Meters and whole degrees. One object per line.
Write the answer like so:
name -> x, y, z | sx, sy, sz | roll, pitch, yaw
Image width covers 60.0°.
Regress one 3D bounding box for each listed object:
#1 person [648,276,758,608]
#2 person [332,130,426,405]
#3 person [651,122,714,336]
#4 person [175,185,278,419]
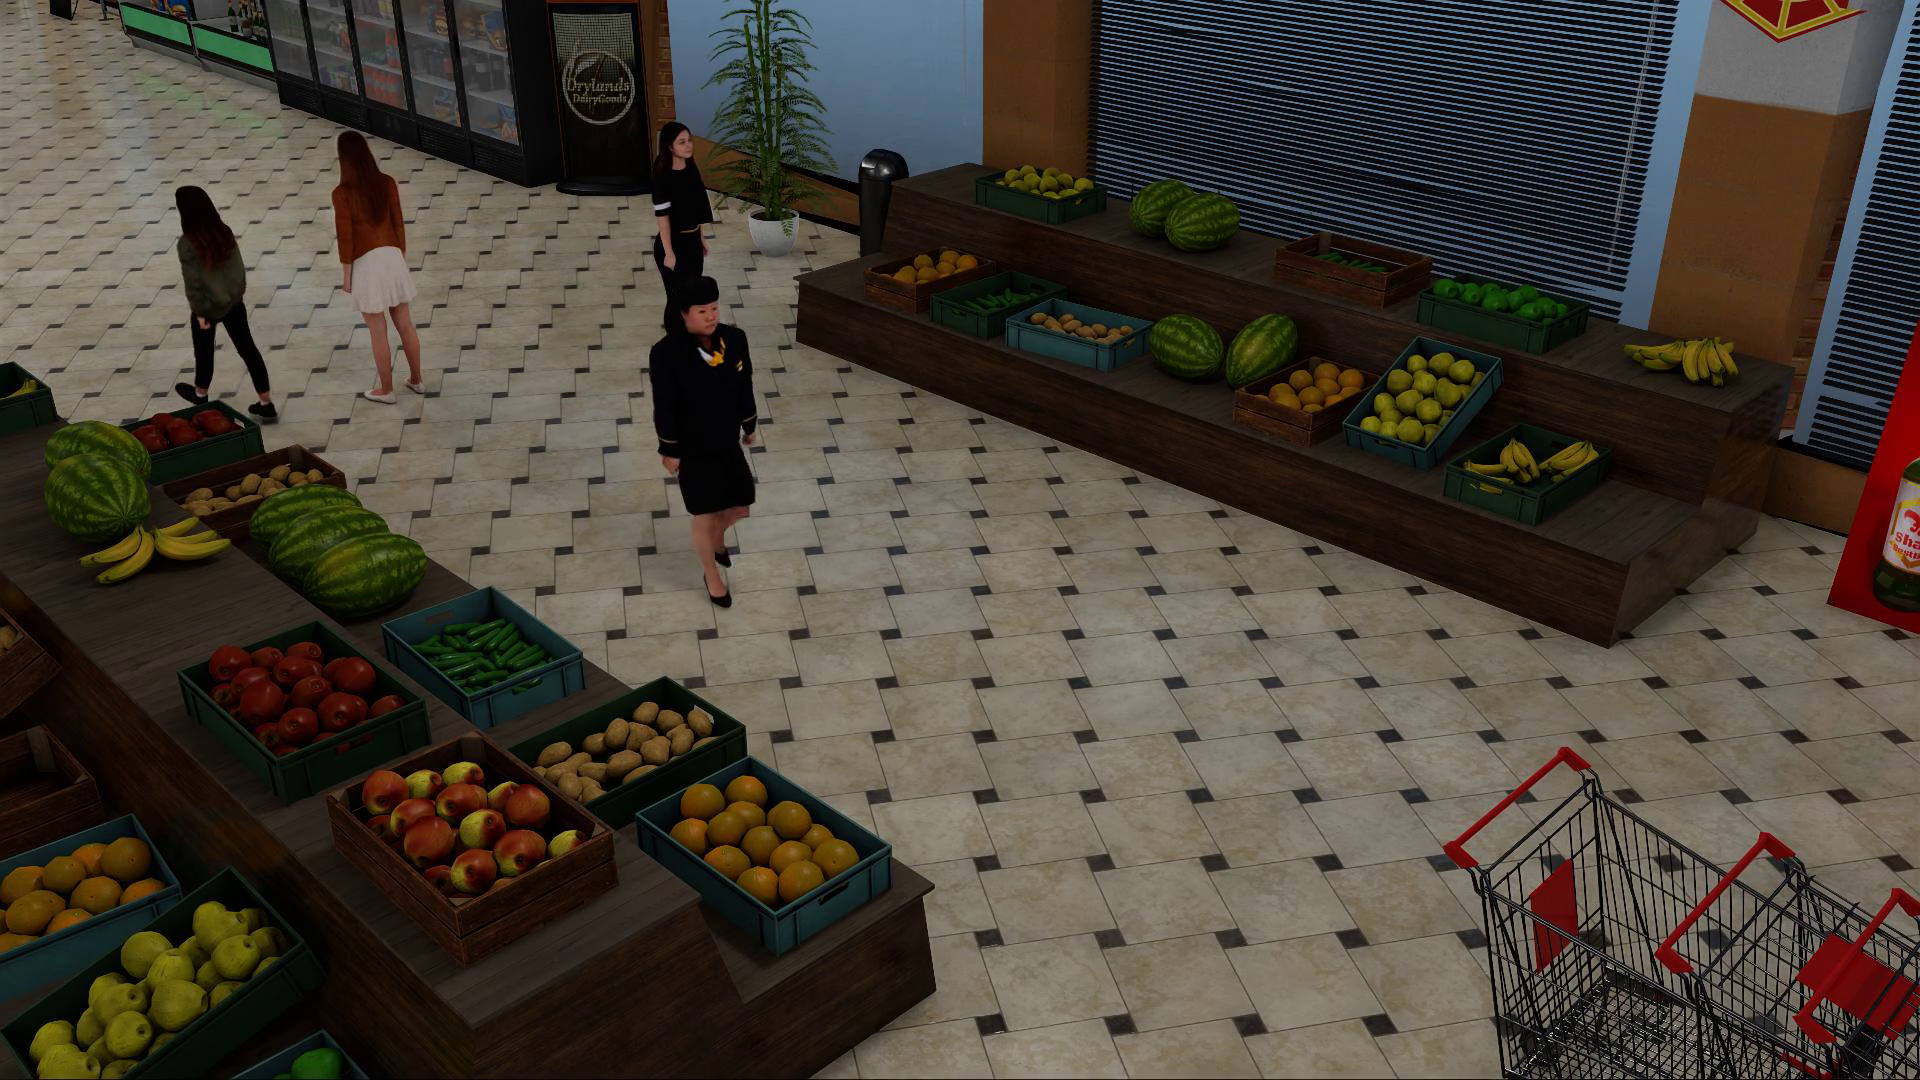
person -> -1.261, -0.492, 8.070 | 0.768, 1.667, 0.773 | -17, 31, -30
person -> -3.639, -1.703, 10.401 | 0.578, 1.719, 0.620 | 21, 34, 35
person -> -1.834, -1.933, 10.942 | 0.684, 1.639, 0.678 | 13, 30, 23
person -> -4.458, -1.408, 10.132 | 1.037, 1.436, 0.780 | 14, 30, 25
